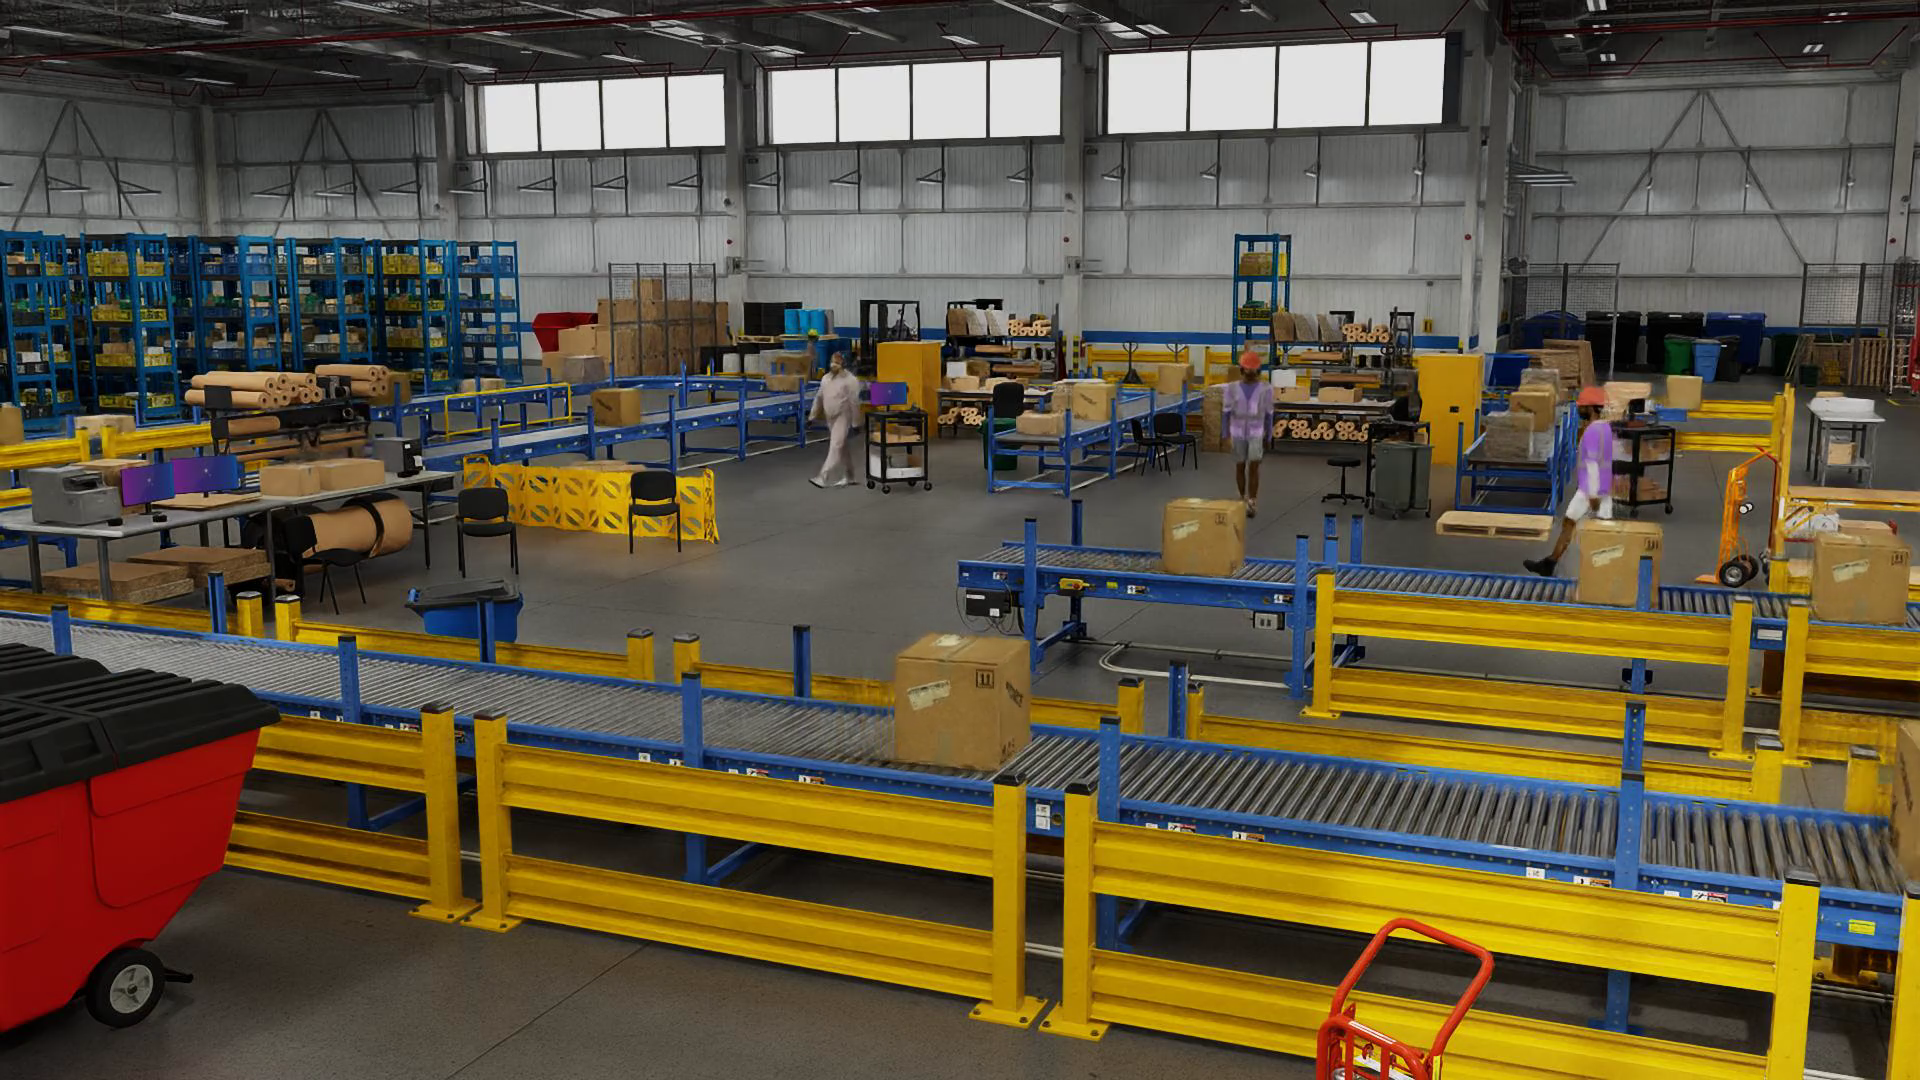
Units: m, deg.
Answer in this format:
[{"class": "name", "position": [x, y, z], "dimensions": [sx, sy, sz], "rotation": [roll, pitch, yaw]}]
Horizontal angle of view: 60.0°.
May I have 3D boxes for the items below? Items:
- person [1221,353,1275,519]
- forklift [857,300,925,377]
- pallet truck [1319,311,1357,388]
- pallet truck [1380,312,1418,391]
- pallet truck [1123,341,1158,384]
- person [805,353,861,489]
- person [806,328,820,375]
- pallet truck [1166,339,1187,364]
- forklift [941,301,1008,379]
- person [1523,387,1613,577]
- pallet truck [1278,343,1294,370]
[{"class": "person", "position": [3.486, -1.272, 20.159], "dimensions": [0.609, 1.991, 1.054], "rotation": [3, 10, 15]}, {"class": "forklift", "position": [-1.732, -5.109, 42.468], "dimensions": [1.157, 1.987, 2.680], "rotation": [4, 10, 22]}, {"class": "pallet truck", "position": [9.071, -4.419, 39.190], "dimensions": [0.823, 1.965, 1.885], "rotation": [5, 10, 26]}, {"class": "pallet truck", "position": [10.207, -4.283, 38.369], "dimensions": [0.823, 1.965, 1.885], "rotation": [3, 10, 20]}, {"class": "pallet truck", "position": [4.445, -4.380, 41.279], "dimensions": [0.680, 1.201, 1.601], "rotation": [4, 10, 22]}, {"class": "person", "position": [-1.758, -1.613, 22.627], "dimensions": [1.008, 1.849, 0.749], "rotation": [-8, 13, -41]}, {"class": "person", "position": [-3.149, -3.551, 34.708], "dimensions": [0.746, 1.744, 0.530], "rotation": [-1, 9, -6]}, {"class": "pallet truck", "position": [5.418, -4.269, 40.420], "dimensions": [0.704, 1.261, 1.522], "rotation": [3, 10, 20]}, {"class": "forklift", "position": [0.365, -4.966, 41.571], "dimensions": [1.157, 1.987, 2.680], "rotation": [3, 10, 20]}, {"class": "person", "position": [6.010, -0.523, 15.943], "dimensions": [1.010, 1.884, 0.553], "rotation": [7, 12, 38]}, {"class": "pallet truck", "position": [7.886, -4.163, 39.743], "dimensions": [0.653, 1.274, 1.630], "rotation": [4, 10, 22]}]
